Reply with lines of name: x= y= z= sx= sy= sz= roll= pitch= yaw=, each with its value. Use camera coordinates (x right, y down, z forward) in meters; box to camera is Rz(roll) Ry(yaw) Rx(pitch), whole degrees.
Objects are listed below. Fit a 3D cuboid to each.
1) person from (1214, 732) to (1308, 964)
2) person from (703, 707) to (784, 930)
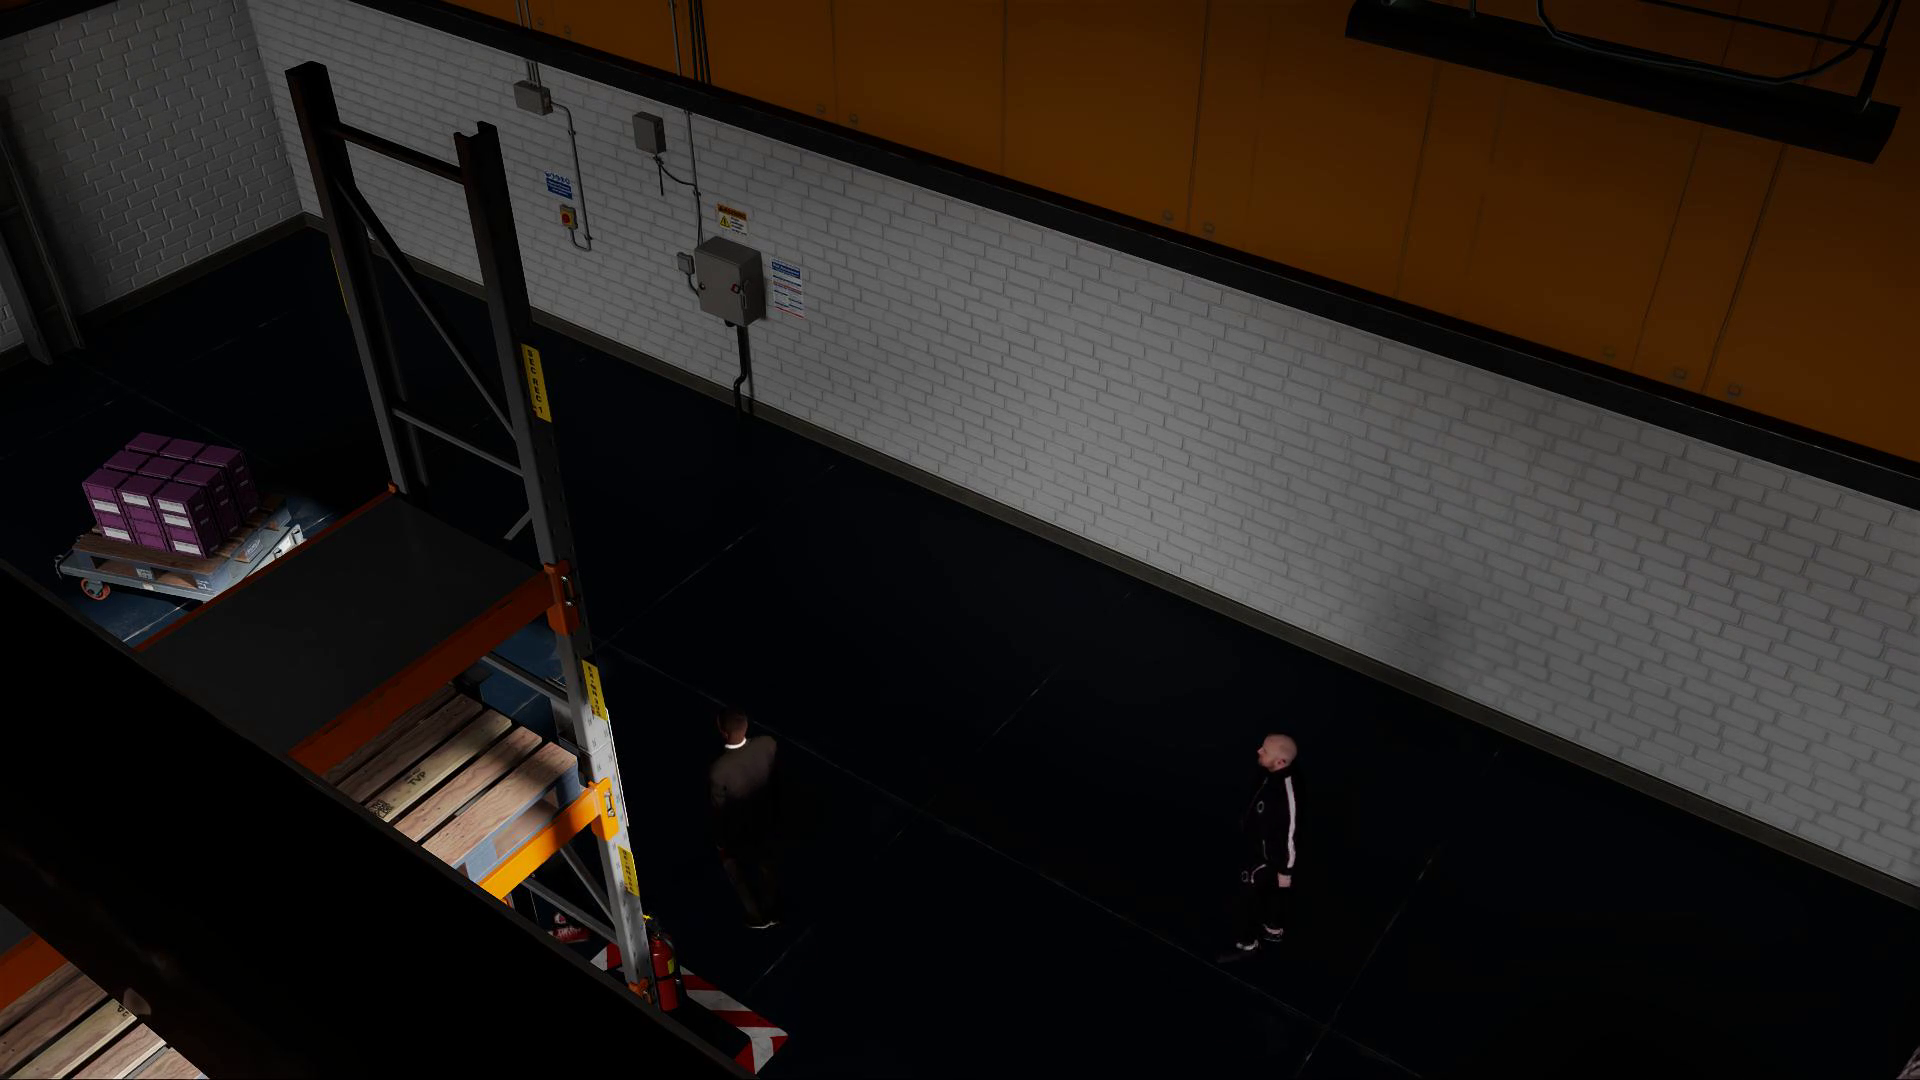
person: x=1.922 y=1.824 z=9.816 sx=0.908 sy=1.814 sz=0.828 roll=0 pitch=39 yaw=0
person: x=-1.214 y=1.727 z=9.954 sx=0.742 sy=1.793 sz=0.848 roll=-24 pitch=44 yaw=-27
